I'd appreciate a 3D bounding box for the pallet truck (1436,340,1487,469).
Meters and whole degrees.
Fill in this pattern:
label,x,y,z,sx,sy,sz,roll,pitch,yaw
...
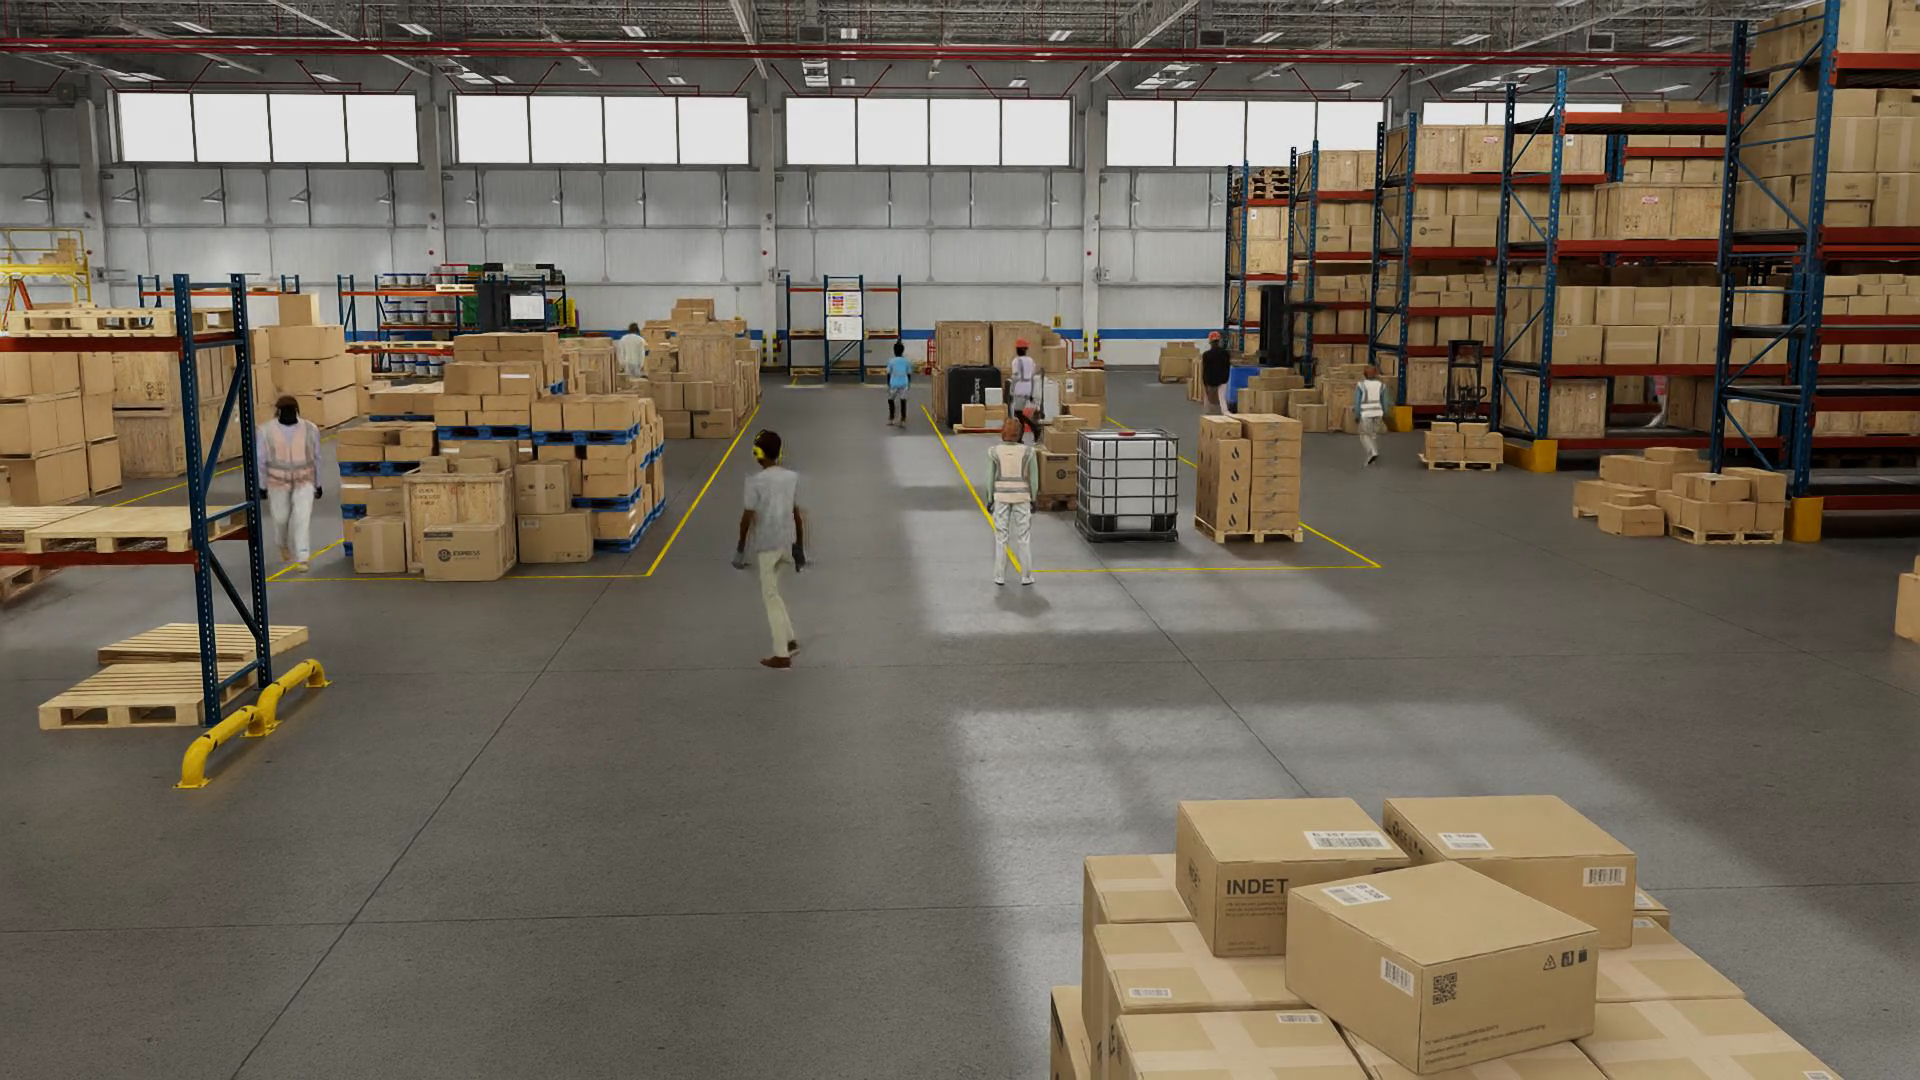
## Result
label,x,y,z,sx,sy,sz,roll,pitch,yaw
pallet truck,8.004,-2.170,26.422,0.823,1.965,1.885,2,9,14

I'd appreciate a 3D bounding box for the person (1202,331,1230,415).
label,x,y,z,sx,sy,sz,roll,pitch,yaw
person,4.976,-3.057,32.150,0.616,1.957,0.986,-2,9,-11

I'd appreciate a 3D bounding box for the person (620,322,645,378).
label,x,y,z,sx,sy,sz,roll,pitch,yaw
person,-7.753,-4.184,39.316,0.631,1.918,0.793,2,9,12

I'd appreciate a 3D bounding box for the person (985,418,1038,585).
label,x,y,z,sx,sy,sz,roll,pitch,yaw
person,0.506,-0.368,16.219,0.514,1.642,0.314,1,9,6

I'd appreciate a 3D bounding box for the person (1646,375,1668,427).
label,x,y,z,sx,sy,sz,roll,pitch,yaw
person,12.719,-2.657,30.062,0.793,1.815,0.631,-2,9,-10

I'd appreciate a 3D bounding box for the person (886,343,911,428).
label,x,y,z,sx,sy,sz,roll,pitch,yaw
person,-1.256,-3.079,33.108,0.556,1.670,0.707,-4,10,-23

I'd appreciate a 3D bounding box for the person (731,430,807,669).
label,x,y,z,sx,sy,sz,roll,pitch,yaw
person,-1.465,0.082,12.778,0.464,1.846,0.488,7,12,38

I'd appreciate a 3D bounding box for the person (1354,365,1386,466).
label,x,y,z,sx,sy,sz,roll,pitch,yaw
person,6.489,-1.953,26.226,0.544,1.620,0.449,-3,9,-16

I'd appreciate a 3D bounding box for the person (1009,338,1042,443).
label,x,y,z,sx,sy,sz,roll,pitch,yaw
person,1.165,-2.656,29.732,0.739,1.916,0.552,7,12,38

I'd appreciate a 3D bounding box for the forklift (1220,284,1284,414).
label,x,y,z,sx,sy,sz,roll,pitch,yaw
forklift,6.623,-4.075,35.615,1.873,2.768,1.129,-1,9,-4

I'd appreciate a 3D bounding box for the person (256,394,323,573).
label,x,y,z,sx,sy,sz,roll,pitch,yaw
person,-6.883,-0.599,17.097,0.635,1.827,0.704,-4,10,-24

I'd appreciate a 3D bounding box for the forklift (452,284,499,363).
label,x,y,z,sx,sy,sz,roll,pitch,yaw
forklift,-10.317,-4.215,36.494,1.873,2.768,1.129,-1,9,-4
